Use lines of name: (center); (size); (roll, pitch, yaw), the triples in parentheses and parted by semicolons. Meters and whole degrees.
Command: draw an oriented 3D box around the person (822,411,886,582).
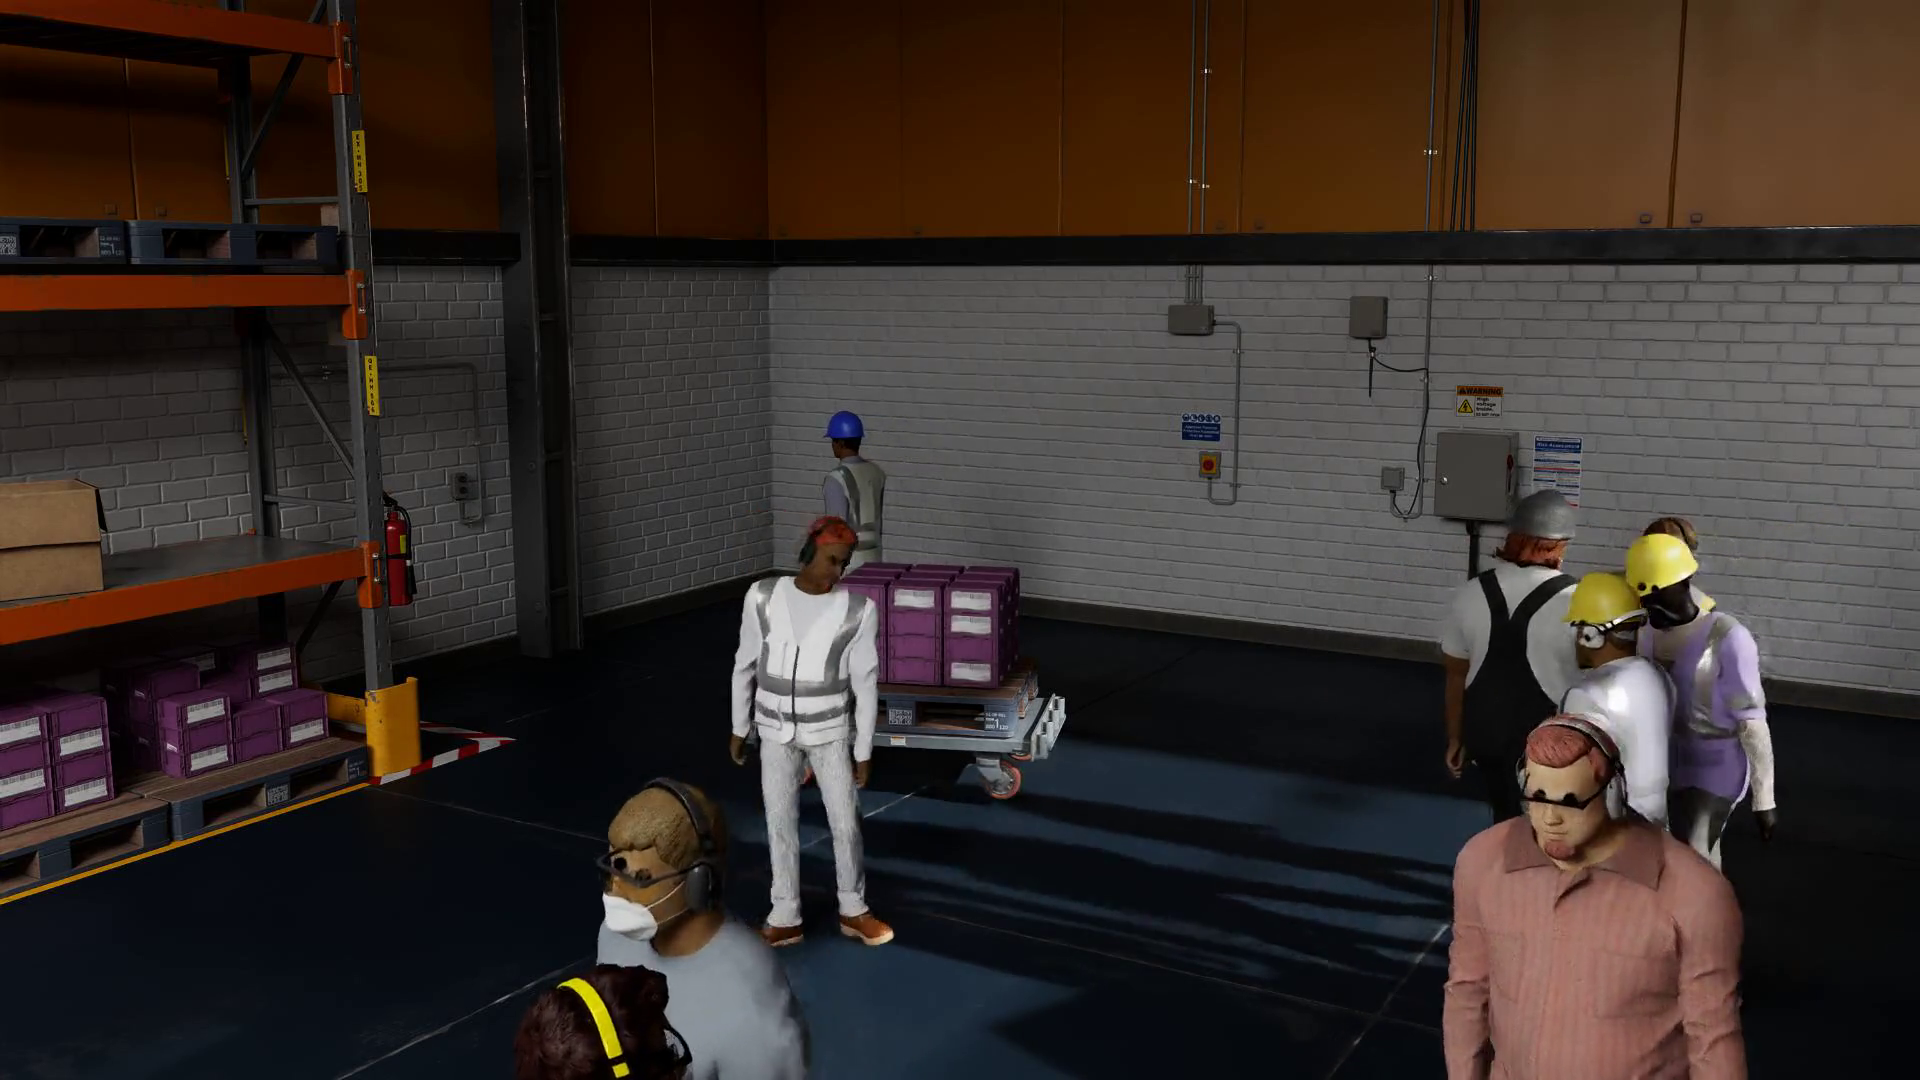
person: (-0.717, 0.127, 10.916); (0.404, 1.945, 0.615); (5, 10, 28)

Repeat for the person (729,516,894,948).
person: (-0.626, 0.817, 6.920); (0.682, 1.856, 0.353); (2, 9, 10)

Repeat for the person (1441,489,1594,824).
person: (2.324, 0.747, 6.760); (1.041, 2.000, 0.687); (-8, 12, -42)

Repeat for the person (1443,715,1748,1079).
person: (1.445, 1.302, 3.804); (0.683, 1.878, 0.545); (8, 12, 41)

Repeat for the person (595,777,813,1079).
person: (-0.490, 1.372, 3.195); (0.565, 1.927, 0.652); (-7, 12, -38)

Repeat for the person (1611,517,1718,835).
person: (2.987, 0.791, 7.279); (0.951, 1.800, 0.628); (-8, 12, -40)

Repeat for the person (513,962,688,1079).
person: (-0.496, 1.520, 2.452); (0.328, 1.876, 0.514); (-7, 11, -37)

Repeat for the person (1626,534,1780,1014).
person: (2.727, 0.909, 6.264); (0.654, 1.871, 0.643); (-2, 9, -12)

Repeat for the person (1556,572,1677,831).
person: (2.224, 1.017, 5.781); (0.605, 1.816, 0.403); (-8, 12, -42)
